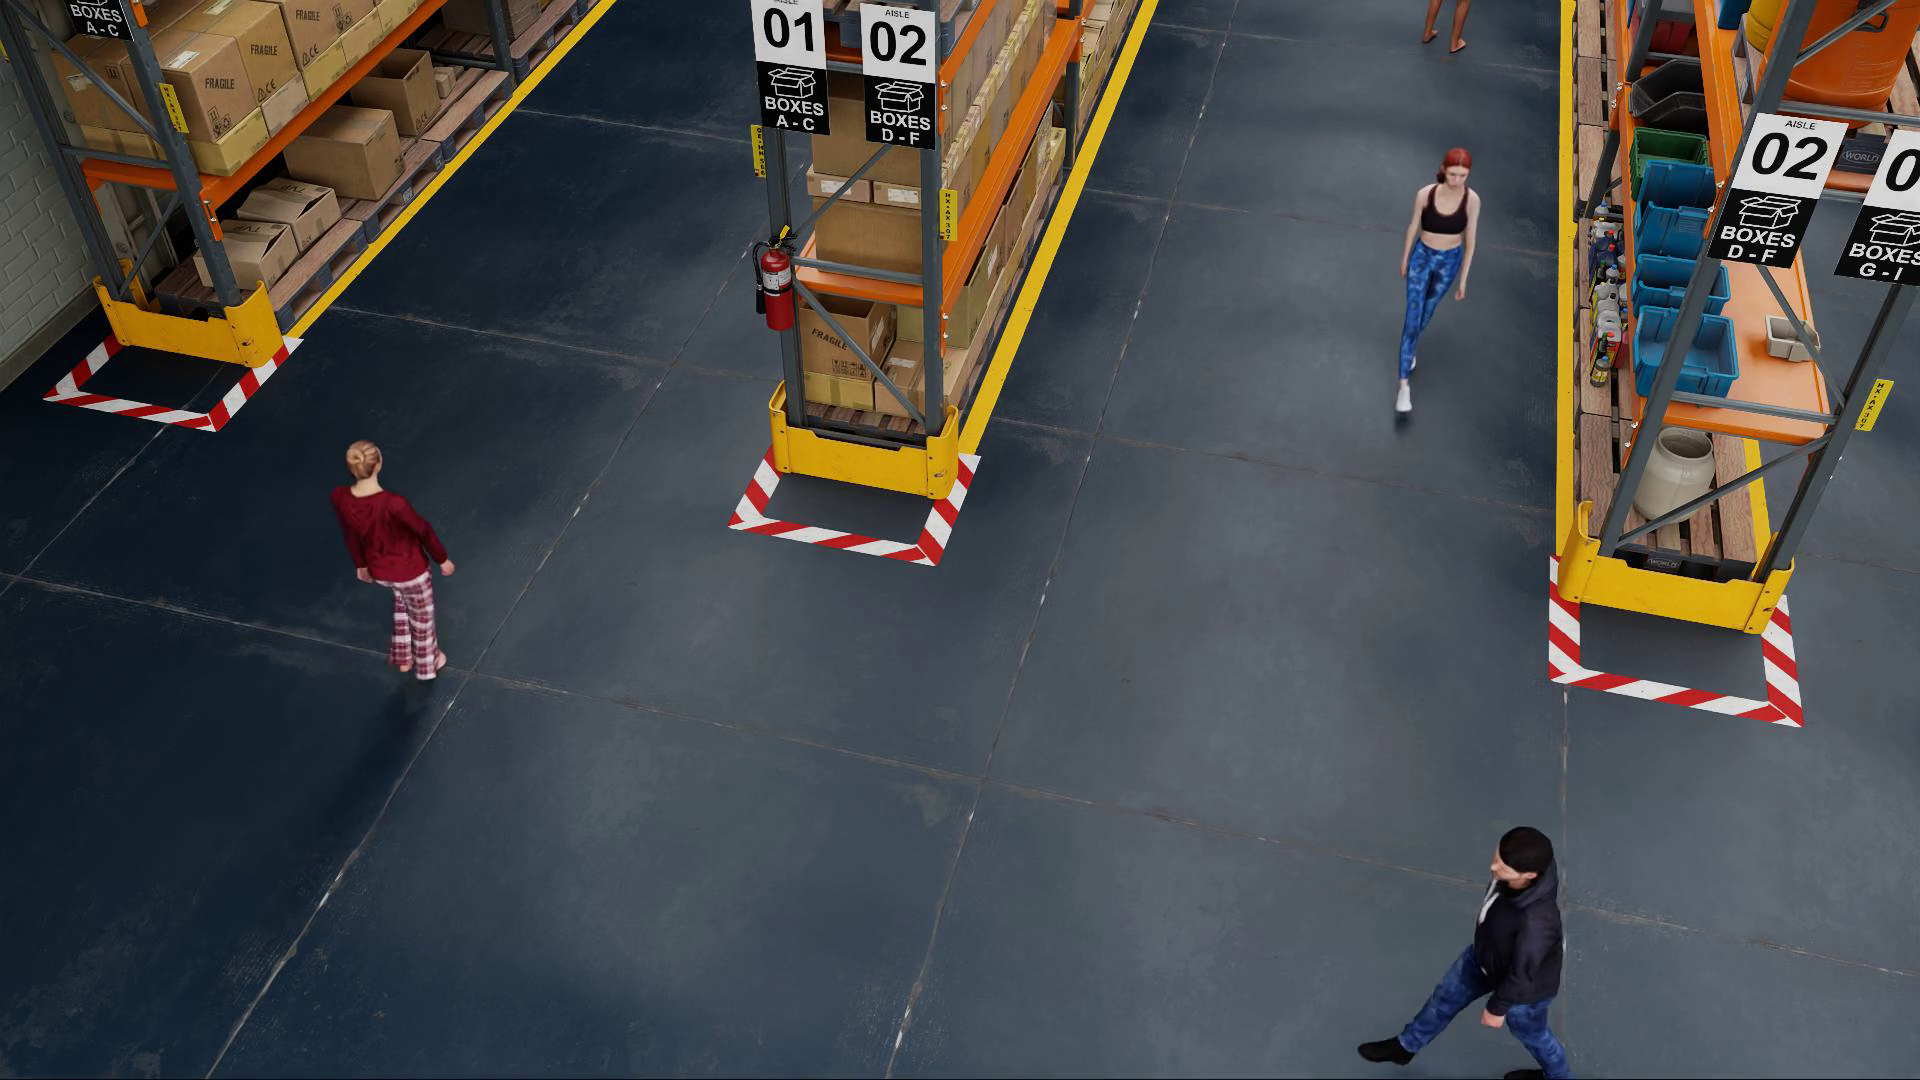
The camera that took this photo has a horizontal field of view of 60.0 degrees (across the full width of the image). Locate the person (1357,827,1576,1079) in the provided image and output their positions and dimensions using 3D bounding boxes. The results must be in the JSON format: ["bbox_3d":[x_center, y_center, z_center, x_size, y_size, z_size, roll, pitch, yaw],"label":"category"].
[{"bbox_3d":[2.423,1.808,6.969,0.927,1.825,1.204,6,43,7],"label":"person"}]

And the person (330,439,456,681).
[{"bbox_3d":[-3.011,0.172,8.821,0.627,1.689,0.588,10,44,11],"label":"person"}]

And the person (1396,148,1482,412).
[{"bbox_3d":[3.095,-1.797,10.890,0.644,1.742,1.167,6,43,6],"label":"person"}]

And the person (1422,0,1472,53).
[{"bbox_3d":[4.362,-5.086,14.502,0.641,1.620,0.654,31,51,29],"label":"person"}]
